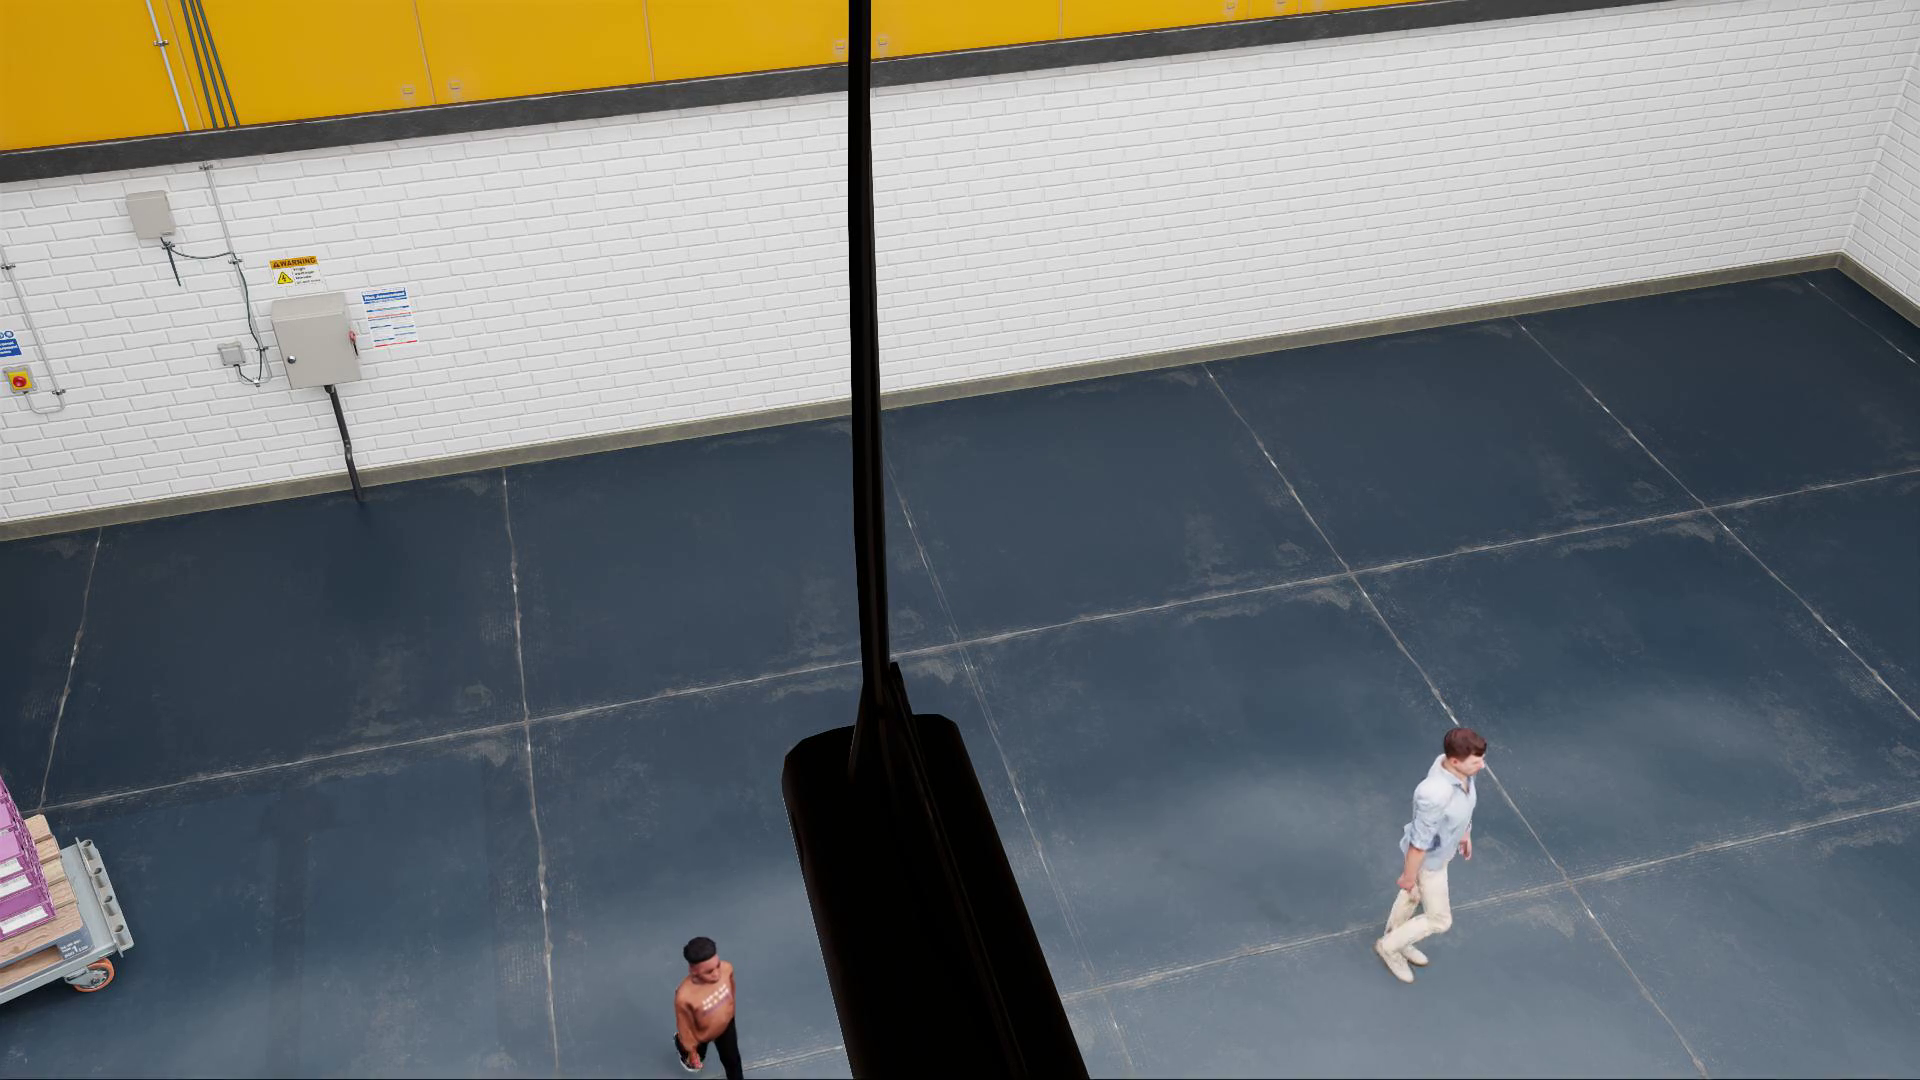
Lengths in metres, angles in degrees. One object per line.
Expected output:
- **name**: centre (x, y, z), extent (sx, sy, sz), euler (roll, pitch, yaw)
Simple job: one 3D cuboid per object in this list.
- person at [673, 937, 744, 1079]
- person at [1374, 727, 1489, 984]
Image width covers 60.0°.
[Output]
- **person**: centre (-1.322, 2.438, 8.494), extent (0.743, 1.236, 0.941), euler (-27, 46, -29)
- **person**: centre (2.467, 1.639, 9.015), extent (0.832, 1.836, 0.776), euler (20, 43, 23)
